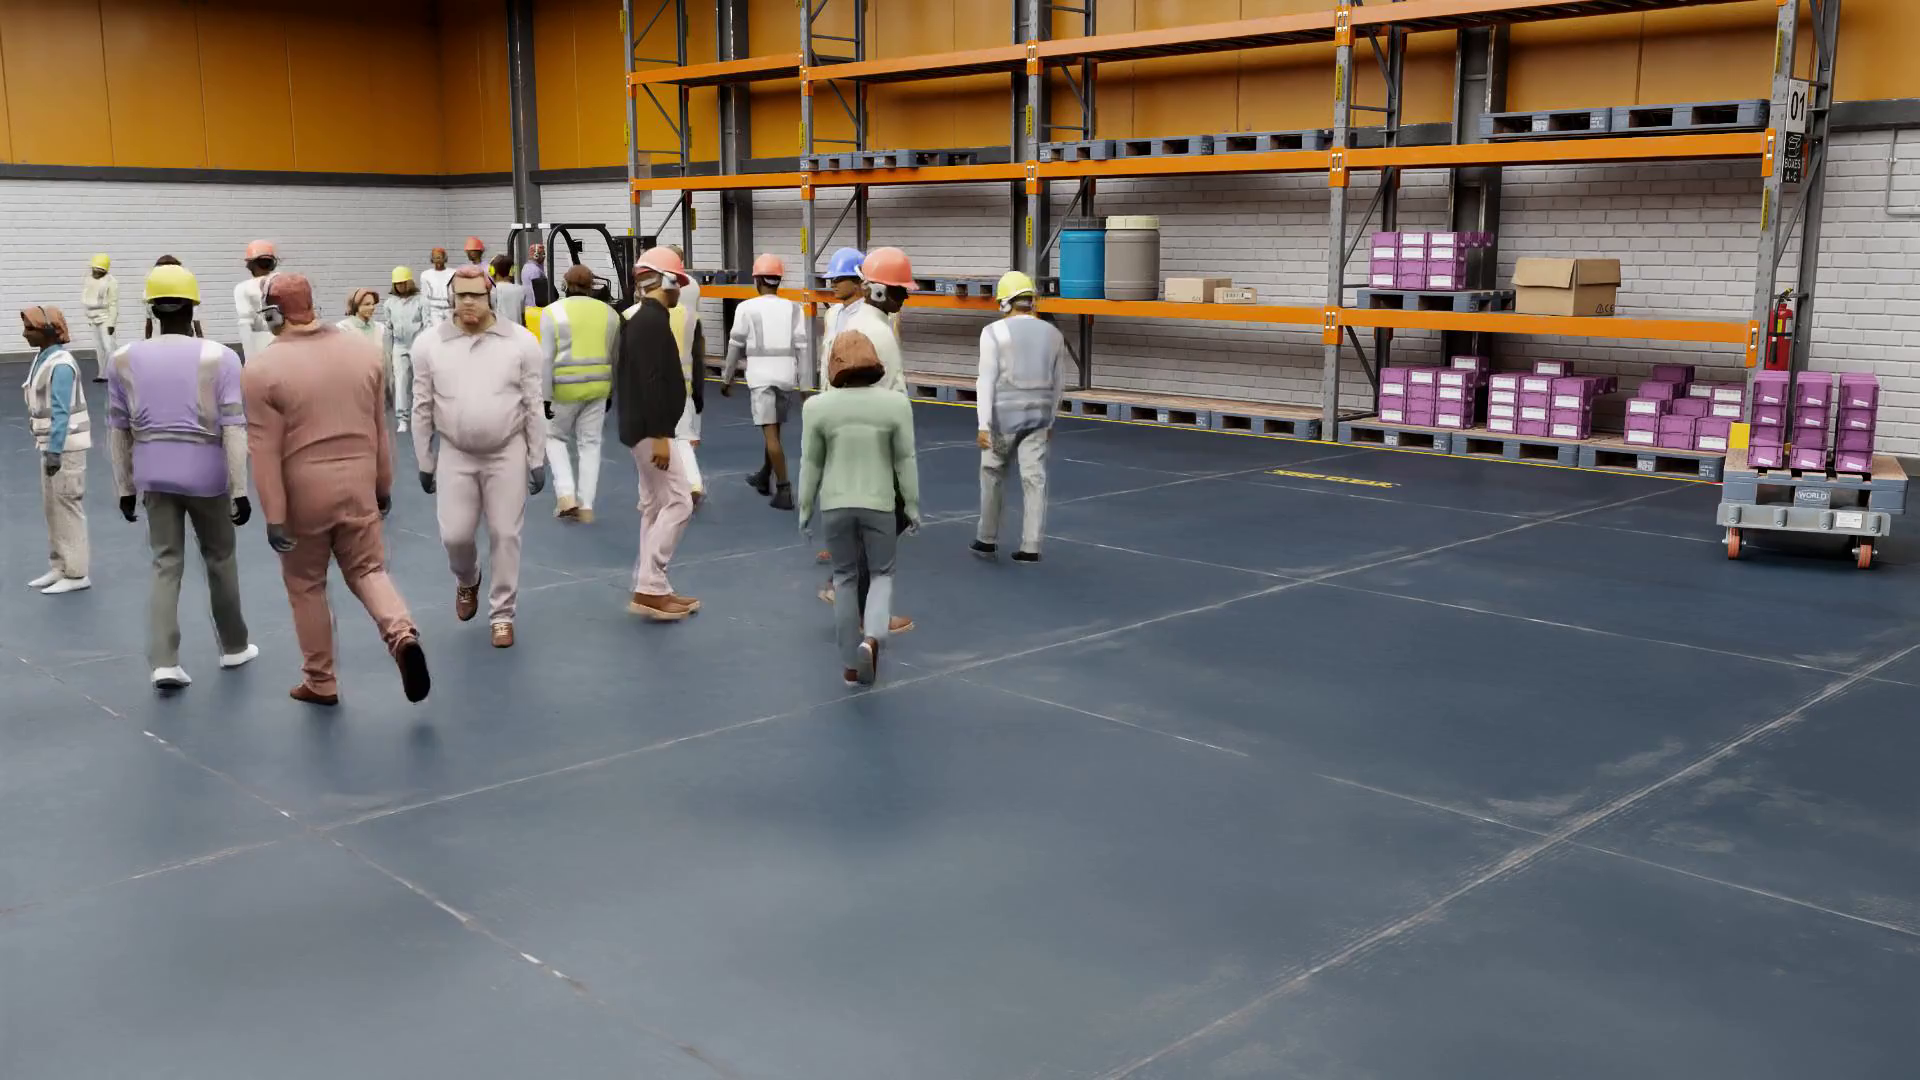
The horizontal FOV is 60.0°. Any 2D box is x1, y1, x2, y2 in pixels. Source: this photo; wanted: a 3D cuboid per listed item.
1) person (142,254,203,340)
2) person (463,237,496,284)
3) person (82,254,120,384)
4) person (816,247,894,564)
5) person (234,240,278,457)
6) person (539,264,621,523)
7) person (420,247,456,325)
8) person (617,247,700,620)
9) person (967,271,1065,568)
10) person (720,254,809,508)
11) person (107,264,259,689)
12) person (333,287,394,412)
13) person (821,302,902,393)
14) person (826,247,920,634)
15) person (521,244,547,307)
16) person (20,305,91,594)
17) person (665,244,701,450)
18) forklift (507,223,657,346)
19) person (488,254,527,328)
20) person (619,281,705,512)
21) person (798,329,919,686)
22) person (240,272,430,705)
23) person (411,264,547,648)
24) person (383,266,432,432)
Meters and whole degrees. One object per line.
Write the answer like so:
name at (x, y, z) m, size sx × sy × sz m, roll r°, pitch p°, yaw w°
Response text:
person at (-7.250, -1.699, 15.333) m, size 0.534 × 1.845 × 0.411 m, roll -2°, pitch 11°, yaw -12°
person at (-7.007, -3.406, 24.268) m, size 0.624 × 1.991 × 1.079 m, roll 9°, pitch 14°, yaw 40°
person at (-11.639, -2.973, 22.497) m, size 0.719 × 1.786 × 0.406 m, roll 6°, pitch 12°, yaw 29°
person at (-0.639, -0.786, 10.081) m, size 0.393 × 1.946 × 0.617 m, roll -8°, pitch 13°, yaw -37°
person at (-6.188, -1.692, 14.949) m, size 1.070 × 1.986 × 0.622 m, roll 9°, pitch 14°, yaw 40°
person at (-2.691, -1.025, 11.742) m, size 0.644 × 1.817 × 0.458 m, roll -8°, pitch 13°, yaw -39°
person at (-7.193, -3.151, 23.202) m, size 0.594 × 1.870 × 0.647 m, roll -2°, pitch 11°, yaw -13°
person at (-1.595, -0.553, 8.815) m, size 0.424 × 1.970 × 0.652 m, roll -3°, pitch 11°, yaw -15°
person at (0.314, -0.752, 10.295) m, size 0.626 × 1.798 × 0.769 m, roll -5°, pitch 12°, yaw -25°
person at (-1.460, -1.213, 12.592) m, size 0.556 × 1.874 × 1.019 m, roll -7°, pitch 12°, yaw -33°
person at (-3.502, -0.287, 7.512) m, size 0.603 × 1.898 × 0.812 m, roll -1°, pitch 10°, yaw -5°
person at (-4.609, -1.123, 12.761) m, size 0.416 × 1.626 × 0.547 m, roll 7°, pitch 12°, yaw 33°
person at (-0.728, -1.093, 11.949) m, size 0.552 × 1.882 × 0.974 m, roll -5°, pitch 11°, yaw -23°
person at (-0.403, -0.484, 8.404) m, size 0.430 × 1.964 × 0.615 m, roll -2°, pitch 11°, yaw -10°
person at (-6.062, -3.294, 23.898) m, size 0.403 × 1.900 × 0.637 m, roll -5°, pitch 11°, yaw -24°
person at (-5.121, -0.510, 9.445) m, size 0.350 × 1.634 × 0.539 m, roll -9°, pitch 14°, yaw -41°
person at (-2.636, -1.781, 15.532) m, size 0.352 × 1.937 × 0.635 m, roll 4°, pitch 11°, yaw 20°
forklift at (-5.316, -3.263, 22.920) m, size 2.313 × 2.155 × 1.214 m, roll -10°, pitch 14°, yaw -44°
person at (-4.609, -1.946, 16.757) m, size 0.509 × 1.824 × 0.929 m, roll -7°, pitch 13°, yaw -35°
person at (-2.107, -1.055, 11.954) m, size 0.665 × 1.808 × 0.776 m, roll -6°, pitch 12°, yaw -31°
person at (-0.453, -0.121, 7.364) m, size 0.544 × 1.613 × 0.483 m, roll 0°, pitch 10°, yaw -1°
person at (-2.625, -0.177, 6.975) m, size 0.761 × 1.871 × 0.681 m, roll 9°, pitch 14°, yaw 42°
person at (-2.381, -0.423, 8.285) m, size 0.648 × 1.890 × 0.528 m, roll -2°, pitch 11°, yaw -11°
person at (-5.753, -2.013, 17.429) m, size 0.489 × 1.709 × 0.806 m, roll -2°, pitch 11°, yaw -10°
